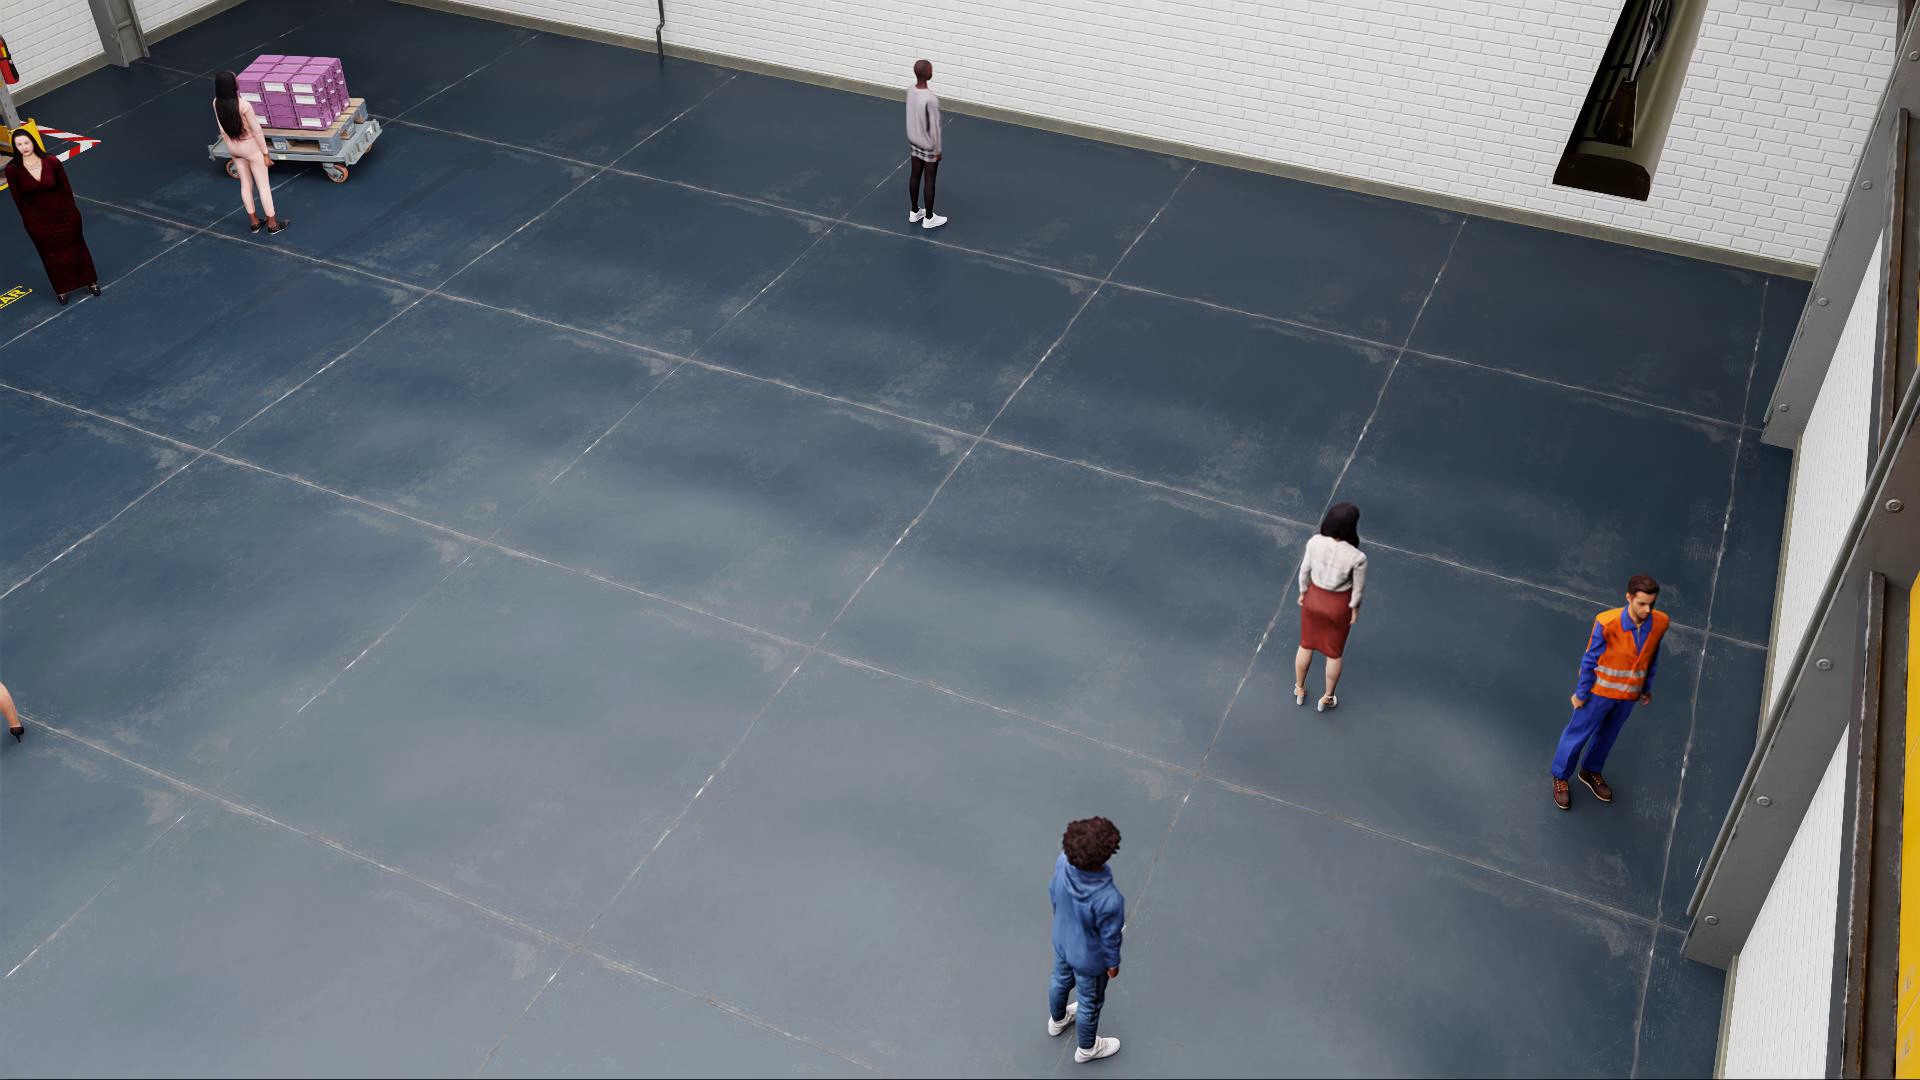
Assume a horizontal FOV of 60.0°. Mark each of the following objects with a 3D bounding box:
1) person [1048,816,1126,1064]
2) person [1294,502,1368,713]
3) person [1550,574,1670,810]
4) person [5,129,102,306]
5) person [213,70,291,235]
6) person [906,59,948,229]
[{"bbox_3d":[0.684,2.192,9.164,0.741,1.809,0.758,-24,45,-27],"label":"person"},{"bbox_3d":[2.513,0.467,11.372,0.616,1.750,0.543,21,43,24],"label":"person"},{"bbox_3d":[4.179,0.952,10.673,0.792,1.864,0.812,-6,39,-8],"label":"person"},{"bbox_3d":[-8.653,-3.086,15.816,0.721,1.757,0.823,-22,44,-25],"label":"person"},{"bbox_3d":[-7.257,-3.943,16.918,0.645,1.720,0.553,11,40,14],"label":"person"},{"bbox_3d":[-0.377,-4.069,17.035,0.665,1.772,0.686,-29,47,-32],"label":"person"}]
